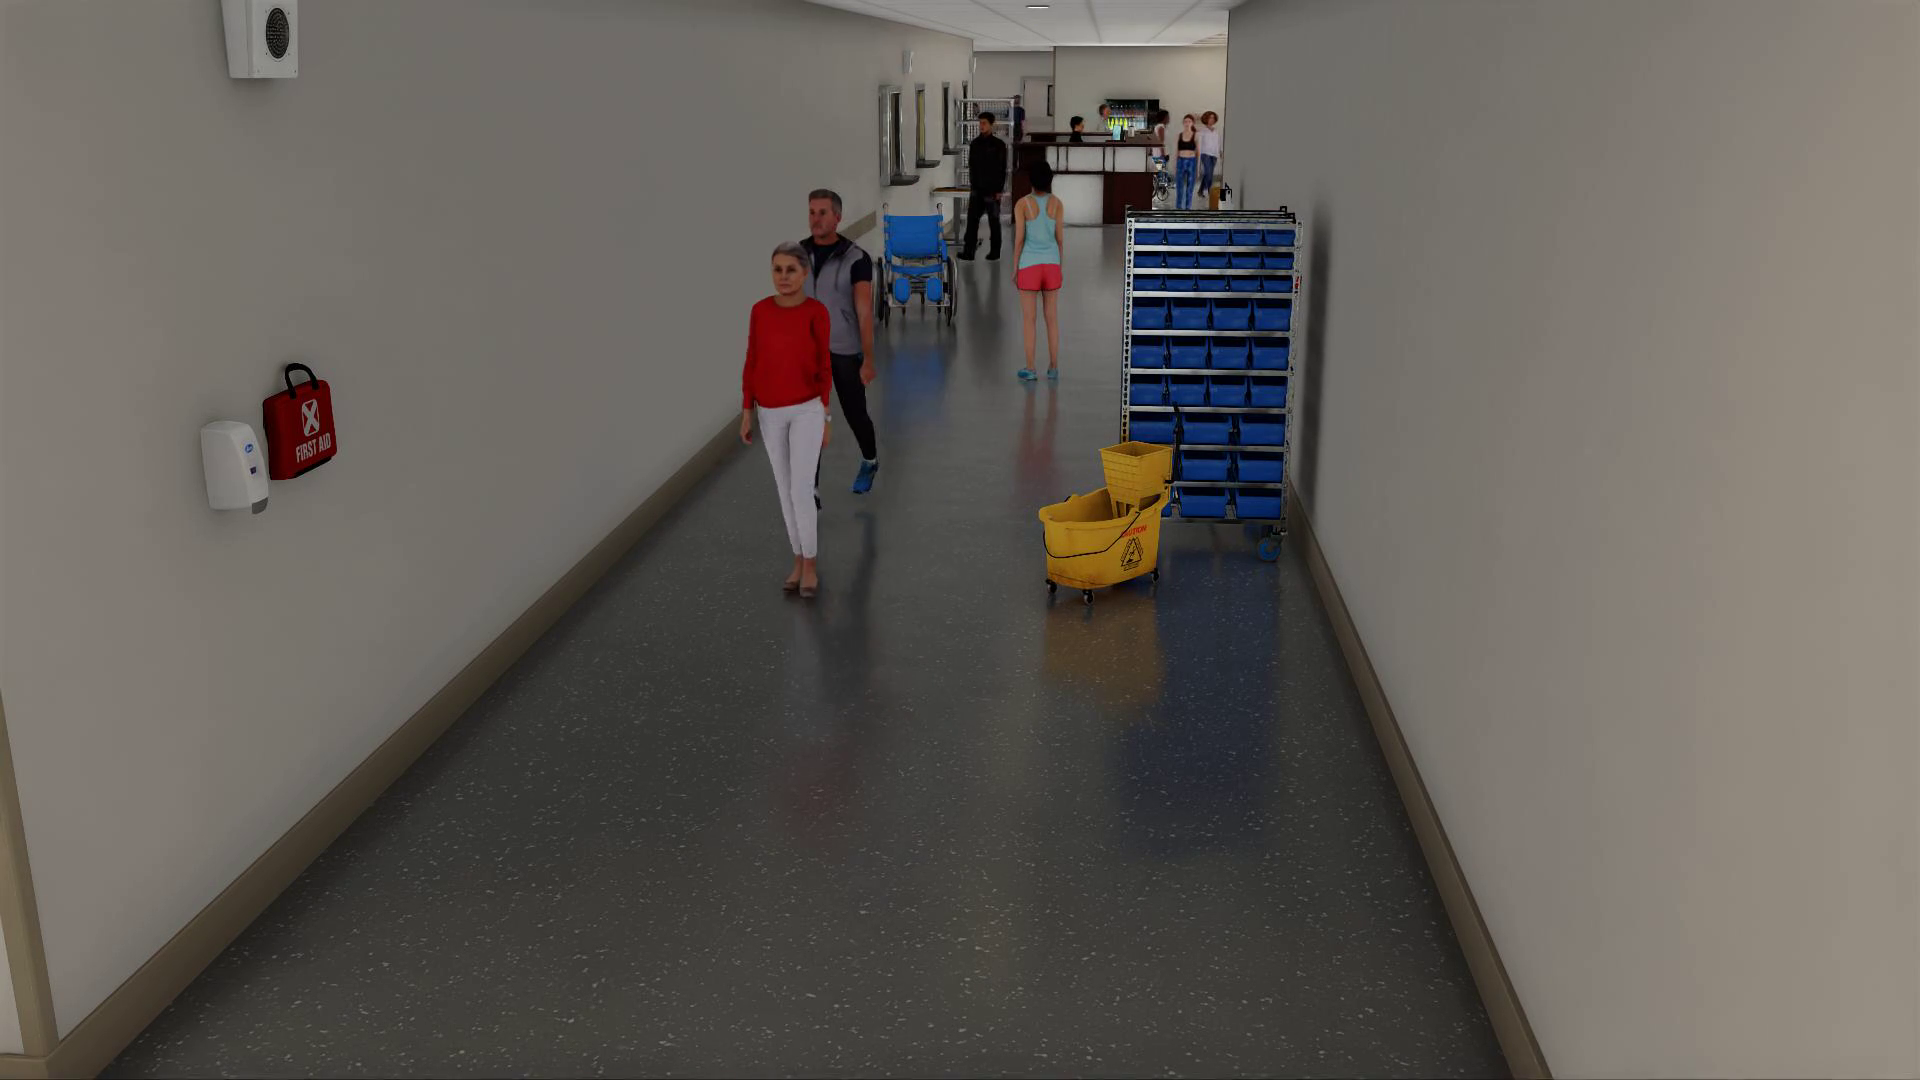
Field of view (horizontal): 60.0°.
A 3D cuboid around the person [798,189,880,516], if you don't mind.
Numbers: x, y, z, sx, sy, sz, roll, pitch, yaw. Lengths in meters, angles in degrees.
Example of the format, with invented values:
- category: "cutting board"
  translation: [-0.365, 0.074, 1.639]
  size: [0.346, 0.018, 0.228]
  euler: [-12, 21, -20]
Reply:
- category: "person"
  translation: [-0.686, -1.044, 9.387]
  size: [1.178, 1.791, 0.927]
  euler: [5, 16, 16]

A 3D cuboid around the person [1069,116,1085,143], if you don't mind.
- category: "person"
  translation: [1.952, -6.198, 27.794]
  size: [0.593, 1.723, 0.677]
  euler: [-1, 16, -4]

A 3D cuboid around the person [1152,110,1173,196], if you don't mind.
- category: "person"
  translation: [4.043, -7.812, 33.604]
  size: [0.777, 1.676, 0.681]
  euler: [0, 16, 2]

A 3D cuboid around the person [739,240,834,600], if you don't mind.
- category: "person"
  translation: [-0.788, -0.587, 7.966]
  size: [0.618, 1.683, 0.668]
  euler: [4, 16, 14]

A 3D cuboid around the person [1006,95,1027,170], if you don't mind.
- category: "person"
  translation: [1.374, -10.284, 42.043]
  size: [0.788, 1.854, 0.872]
  euler: [11, 19, 33]

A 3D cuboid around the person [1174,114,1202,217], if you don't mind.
- category: "person"
  translation: [3.629, -5.864, 26.536]
  size: [0.964, 1.763, 0.750]
  euler: [4, 16, 14]

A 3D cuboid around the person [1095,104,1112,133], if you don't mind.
- category: "person"
  translation: [2.778, -7.807, 33.376]
  size: [1.169, 1.791, 0.730]
  euler: [0, 16, -1]

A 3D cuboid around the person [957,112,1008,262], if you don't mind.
- category: "person"
  translation: [0.403, -4.637, 21.906]
  size: [1.136, 1.912, 1.072]
  euler: [9, 18, 29]

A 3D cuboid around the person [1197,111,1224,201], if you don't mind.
- category: "person"
  translation: [4.787, -7.425, 32.231]
  size: [1.160, 1.677, 1.070]
  euler: [-7, 17, -23]

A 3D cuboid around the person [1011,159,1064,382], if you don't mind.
- category: "person"
  translation: [0.638, -2.188, 13.493]
  size: [0.596, 1.764, 0.727]
  euler: [-4, 16, -14]
